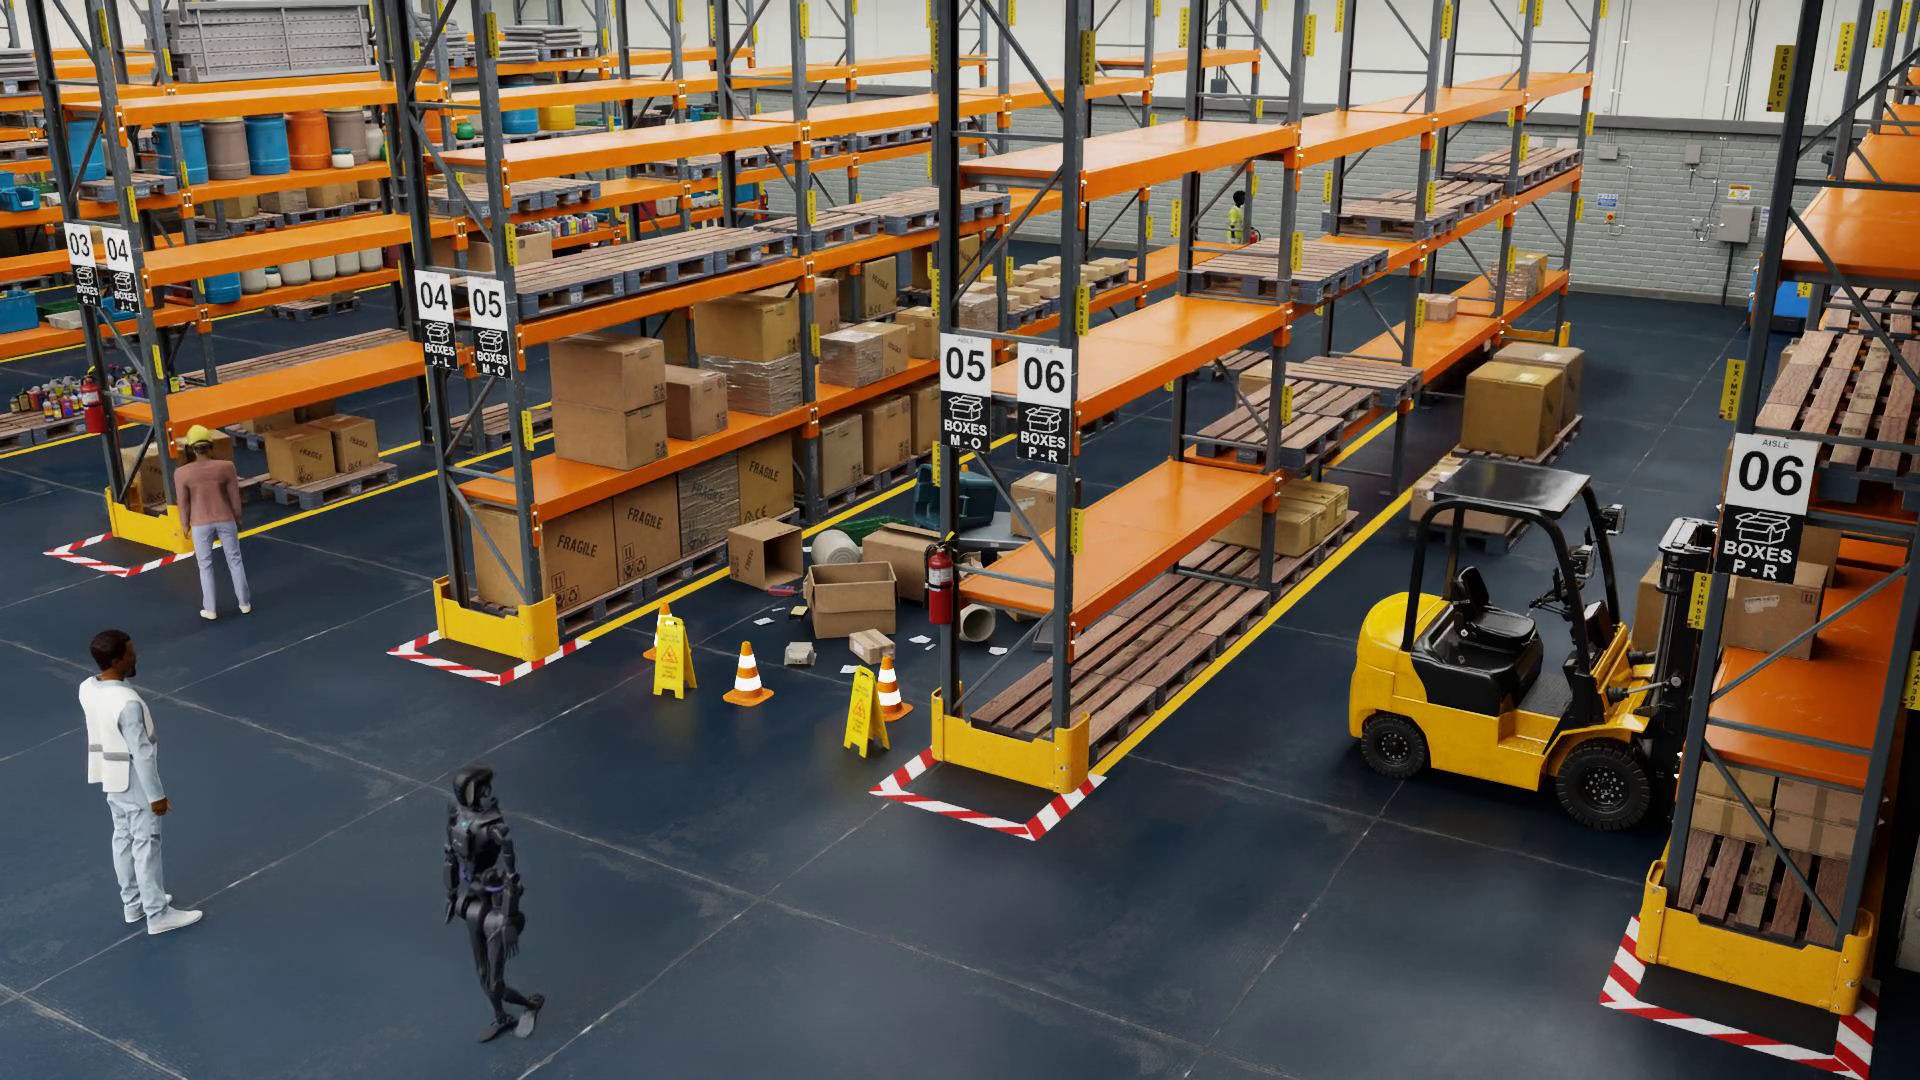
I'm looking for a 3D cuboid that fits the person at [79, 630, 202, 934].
[{"bbox_3d":[-4.954,1.441,9.927,0.587,1.920,0.393,14,24,35],"label":"person"}]

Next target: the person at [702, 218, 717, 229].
[{"bbox_3d":[-5.261,-7.044,34.813,0.489,1.688,0.349,-6,20,-17],"label":"person"}]

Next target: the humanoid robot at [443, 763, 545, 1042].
[{"bbox_3d":[-2.520,1.931,8.875,0.589,1.644,0.363,13,23,33],"label":"humanoid robot"}]

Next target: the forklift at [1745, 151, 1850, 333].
[{"bbox_3d":[13.620,-4.667,26.137,1.873,2.768,1.129,11,22,29],"label":"forklift"}]

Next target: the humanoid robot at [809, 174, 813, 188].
[{"bbox_3d":[-3.215,-7.069,34.876,0.315,1.657,0.599,1,19,2],"label":"humanoid robot"}]

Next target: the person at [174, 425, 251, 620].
[{"bbox_3d":[-6.662,-0.162,14.810,0.521,1.759,0.348,-12,22,-30],"label":"person"}]

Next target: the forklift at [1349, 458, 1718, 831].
[{"bbox_3d":[3.988,0.658,11.776,2.313,2.155,1.214,11,22,29],"label":"forklift"}]

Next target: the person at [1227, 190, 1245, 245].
[{"bbox_3d":[5.060,-5.558,30.490,0.317,1.697,0.539,9,21,23],"label":"person"}]
